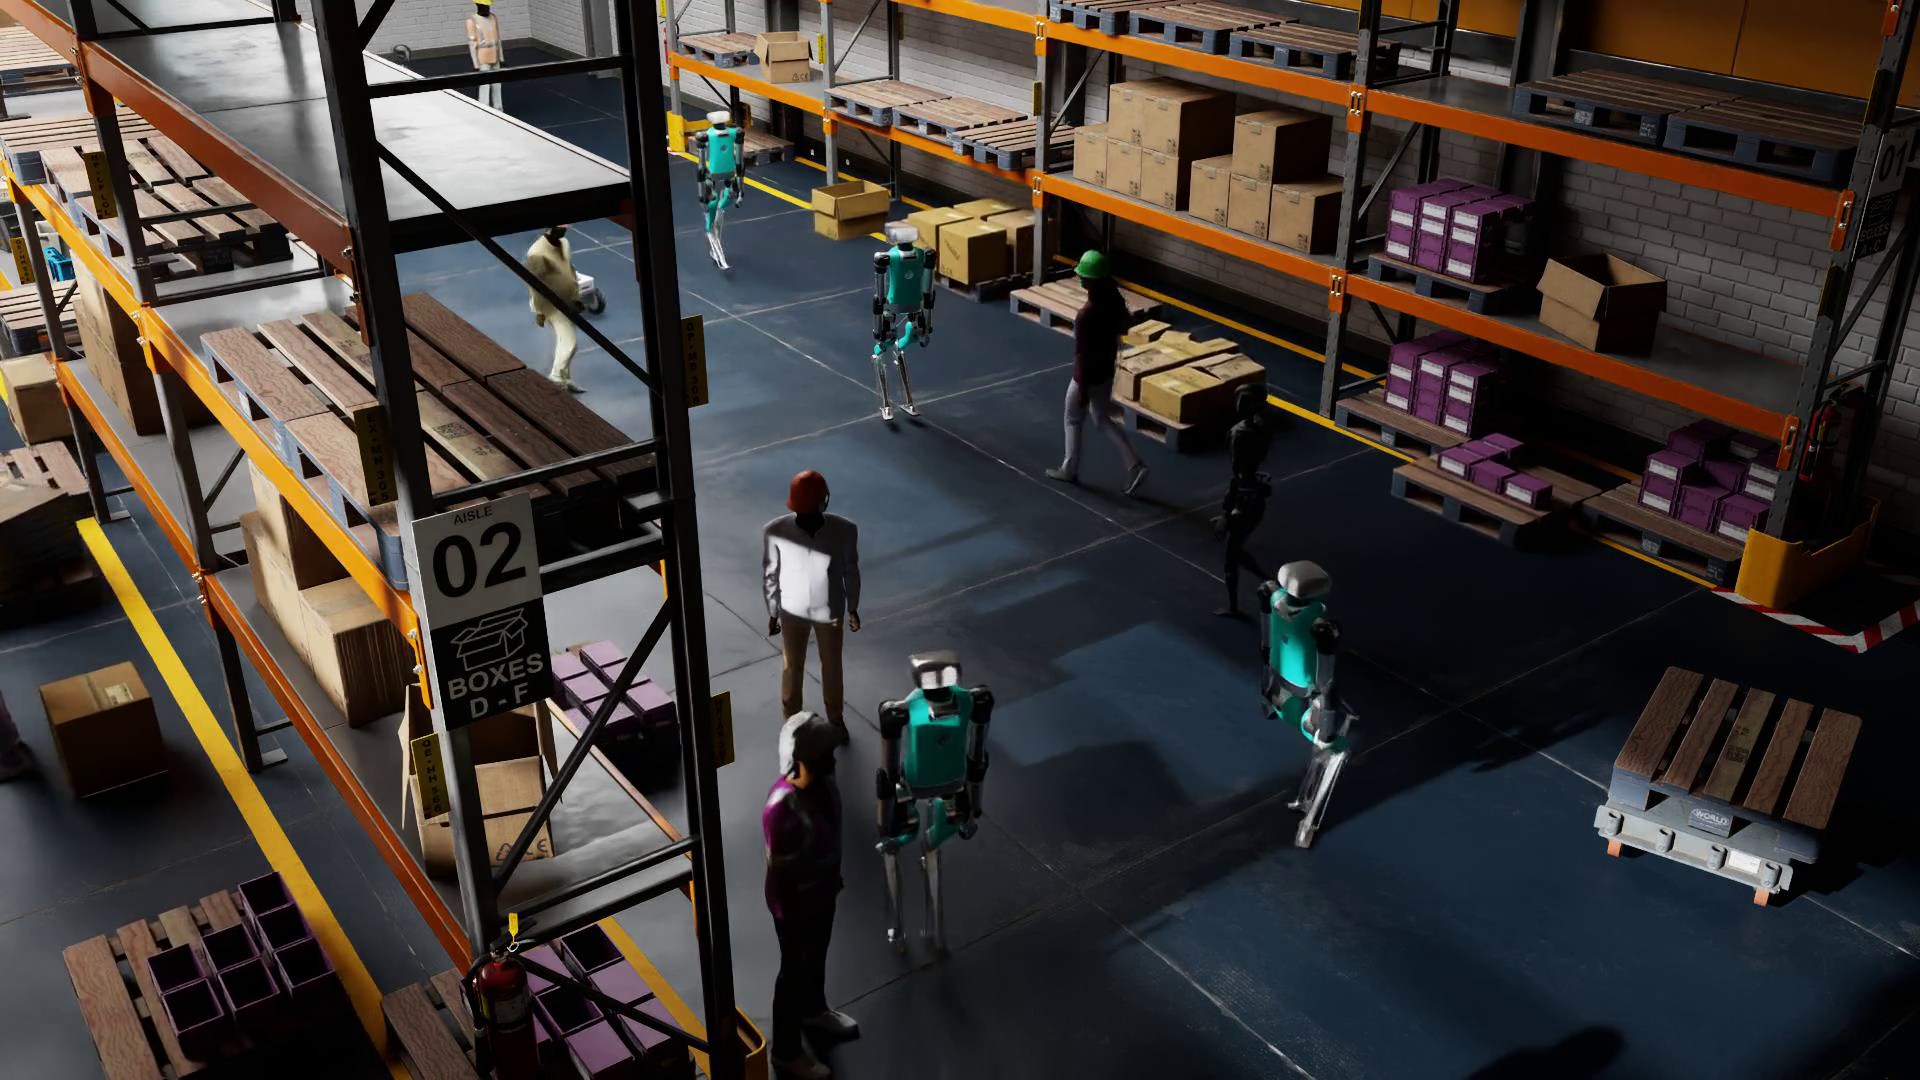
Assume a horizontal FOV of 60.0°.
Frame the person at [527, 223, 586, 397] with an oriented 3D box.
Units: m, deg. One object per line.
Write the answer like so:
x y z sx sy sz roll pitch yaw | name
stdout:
-3.464 -2.064 14.447 0.398 1.734 0.580 7 28 14 | person

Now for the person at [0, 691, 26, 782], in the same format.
-5.645 0.473 9.242 0.405 1.897 0.639 -17 31 -30 | person

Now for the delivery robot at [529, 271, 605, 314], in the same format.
-3.982 -2.513 16.646 0.759 0.575 0.499 20 33 34 | delivery robot

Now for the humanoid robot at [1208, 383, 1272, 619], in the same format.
1.903 -0.231 10.888 0.443 1.647 0.584 12 29 22 | humanoid robot

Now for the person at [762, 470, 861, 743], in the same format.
-0.846 0.393 9.558 0.561 1.746 0.336 -3 27 -7 | person

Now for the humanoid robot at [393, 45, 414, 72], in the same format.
-7.101 -5.563 21.505 0.690 1.631 0.610 -15 30 -27 | humanoid robot

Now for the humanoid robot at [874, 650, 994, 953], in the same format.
-0.189 1.231 7.910 0.534 1.791 0.690 -9 28 -18 | humanoid robot

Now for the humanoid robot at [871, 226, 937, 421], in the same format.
-0.532 -1.856 13.897 0.533 1.677 0.735 -10 28 -18 | humanoid robot

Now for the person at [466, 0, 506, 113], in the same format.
-6.759 -6.900 23.876 0.383 1.919 0.585 13 30 24 | person

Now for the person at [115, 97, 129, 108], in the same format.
-10.332 -5.119 20.266 0.401 1.986 0.610 8 28 15 | person

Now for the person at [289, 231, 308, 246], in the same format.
-6.321 -2.623 15.692 0.287 1.629 0.498 13 29 24 | person

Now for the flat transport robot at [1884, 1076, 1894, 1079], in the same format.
4.387 2.670 6.676 1.431 0.231 0.659 23 34 37 | flat transport robot

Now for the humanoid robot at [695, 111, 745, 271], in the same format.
-2.592 -3.730 17.754 0.534 1.752 0.930 -13 30 -25 | humanoid robot

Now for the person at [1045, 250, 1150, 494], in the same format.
1.059 -1.256 12.652 0.822 1.922 0.494 21 33 35 | person

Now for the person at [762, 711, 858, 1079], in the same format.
-0.661 1.524 7.213 0.350 1.837 0.509 10 29 20 | person

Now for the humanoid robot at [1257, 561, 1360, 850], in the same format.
1.899 0.850 8.680 0.839 1.785 0.611 -15 30 -28 | humanoid robot
